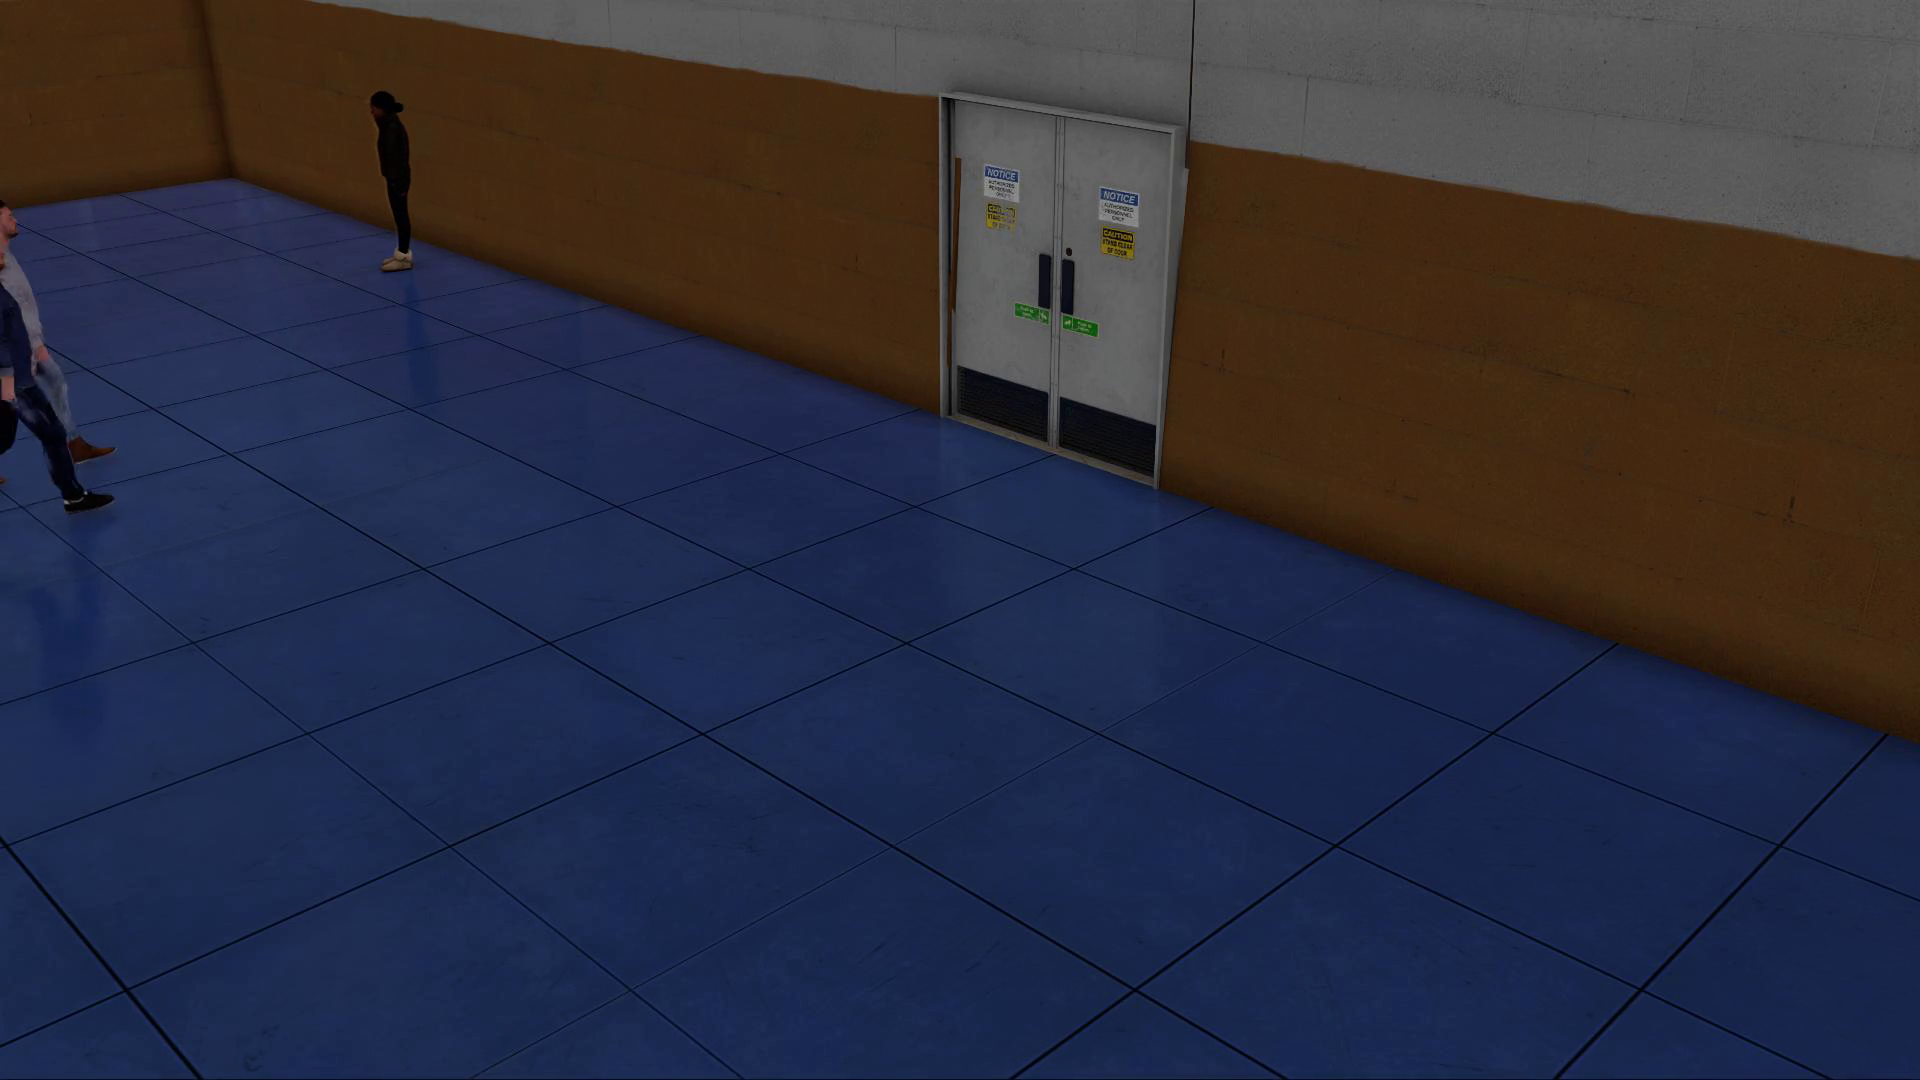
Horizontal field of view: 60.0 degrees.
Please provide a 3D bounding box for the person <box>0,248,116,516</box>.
[{"bbox_3d":[-5.744,-0.915,9.885,0.706,1.791,1.110,21,31,40],"label":"person"}]

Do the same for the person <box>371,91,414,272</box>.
[{"bbox_3d":[-5.310,-3.399,15.723,0.748,1.661,0.686,-11,26,-24],"label":"person"}]

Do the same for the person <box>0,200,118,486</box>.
[{"bbox_3d":[-6.085,-1.233,10.583,1.198,1.813,0.784,-16,29,-33],"label":"person"}]
